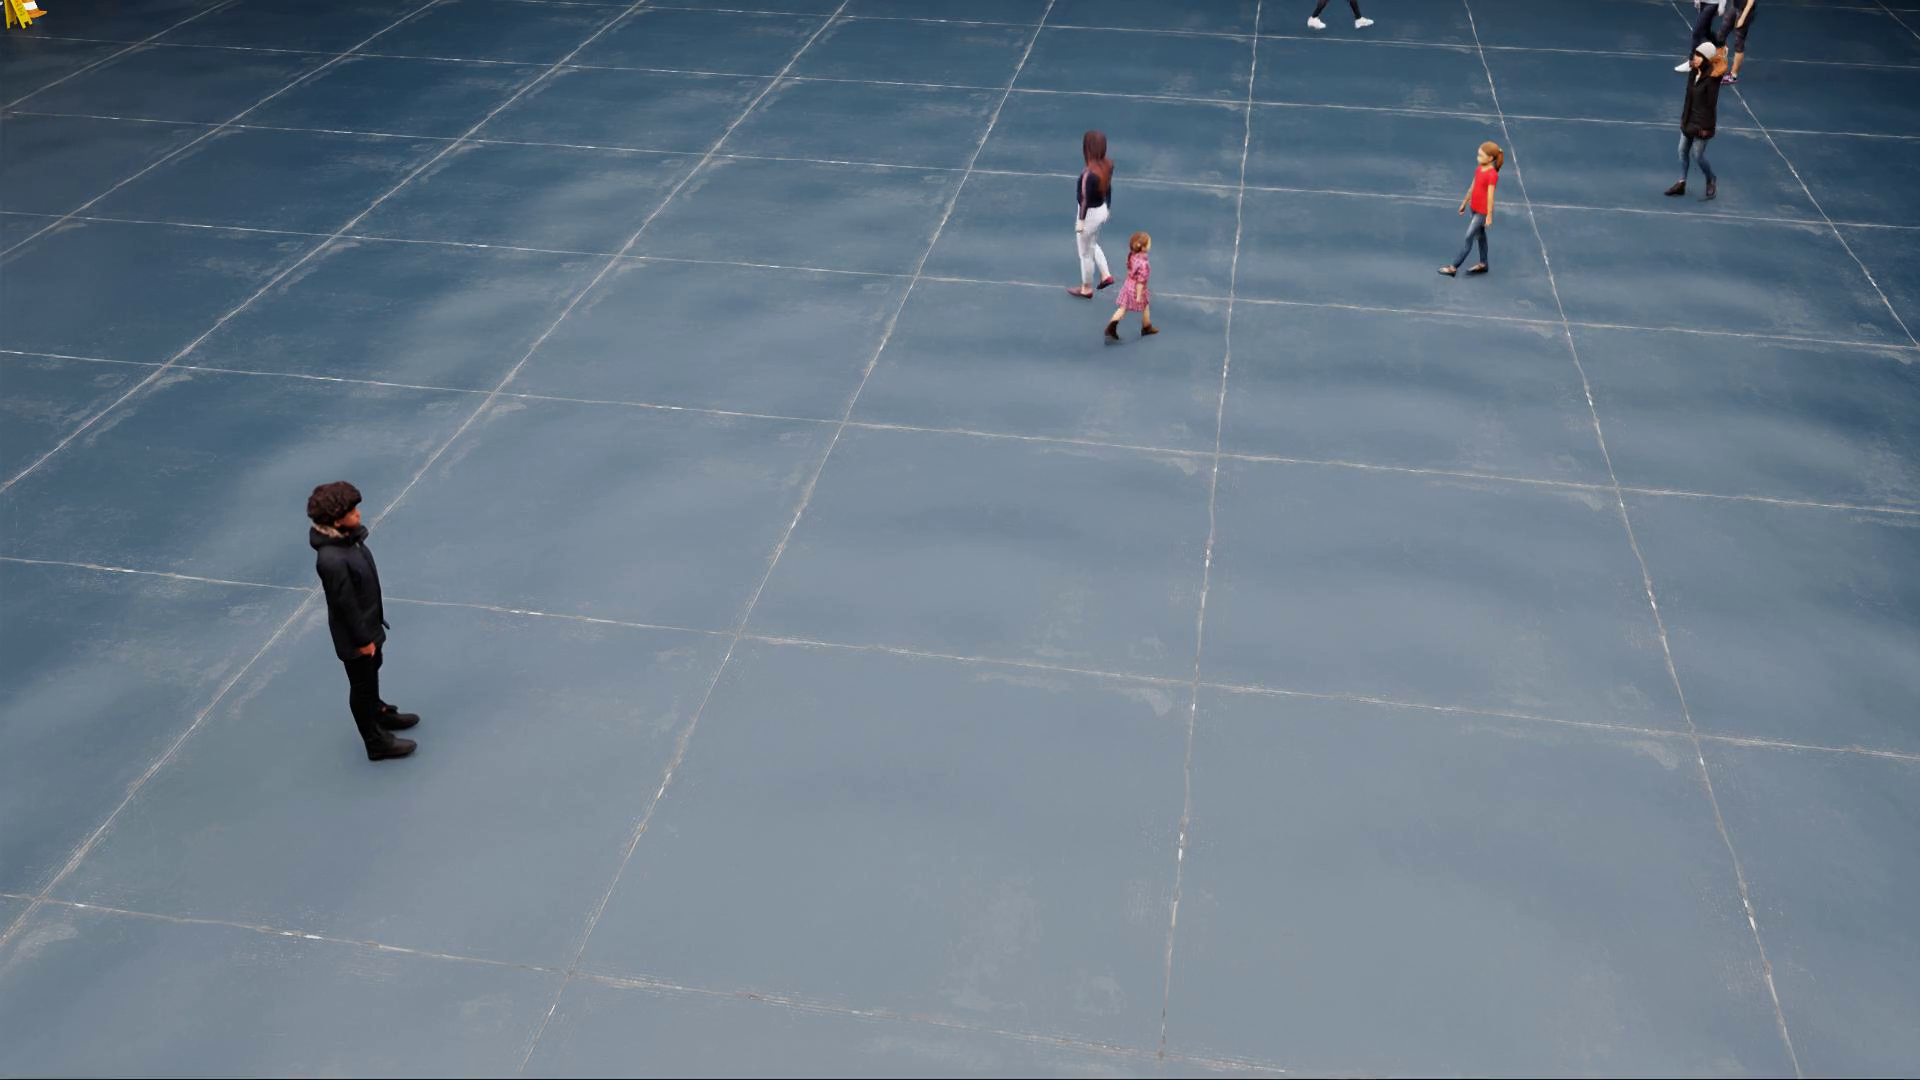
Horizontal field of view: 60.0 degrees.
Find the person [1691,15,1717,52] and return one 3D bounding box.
[{"bbox_3d":[9.915,-7.020,22.029,0.529,1.110,0.490,-2,32,-3],"label":"person"}]

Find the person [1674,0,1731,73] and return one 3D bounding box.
[{"bbox_3d":[9.619,-6.812,21.167,1.127,1.677,0.902,-8,33,-12],"label":"person"}]

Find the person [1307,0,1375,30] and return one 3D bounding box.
[{"bbox_3d":[5.165,-7.793,22.708,1.231,1.692,0.818,-3,32,-5],"label":"person"}]

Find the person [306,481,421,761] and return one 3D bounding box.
[{"bbox_3d":[-3.473,0.464,9.541,0.691,1.774,0.696,-5,33,-8],"label":"person"}]

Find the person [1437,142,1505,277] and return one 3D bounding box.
[{"bbox_3d":[4.962,-3.099,15.642,0.840,1.291,0.655,-4,32,-7],"label":"person"}]

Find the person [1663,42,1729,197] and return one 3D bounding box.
[{"bbox_3d":[7.753,-4.364,17.346,0.920,1.614,0.824,-13,34,-19],"label":"person"}]

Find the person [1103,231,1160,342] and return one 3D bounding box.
[{"bbox_3d":[1.483,-2.203,14.485,0.798,1.011,0.690,-16,36,-24],"label":"person"}]

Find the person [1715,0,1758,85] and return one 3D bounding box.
[{"bbox_3d":[9.815,-6.545,20.704,0.754,1.719,0.685,-6,33,-10],"label":"person"}]

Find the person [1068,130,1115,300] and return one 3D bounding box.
[{"bbox_3d":[1.244,-2.910,15.055,0.782,1.600,0.723,18,36,26],"label":"person"}]
